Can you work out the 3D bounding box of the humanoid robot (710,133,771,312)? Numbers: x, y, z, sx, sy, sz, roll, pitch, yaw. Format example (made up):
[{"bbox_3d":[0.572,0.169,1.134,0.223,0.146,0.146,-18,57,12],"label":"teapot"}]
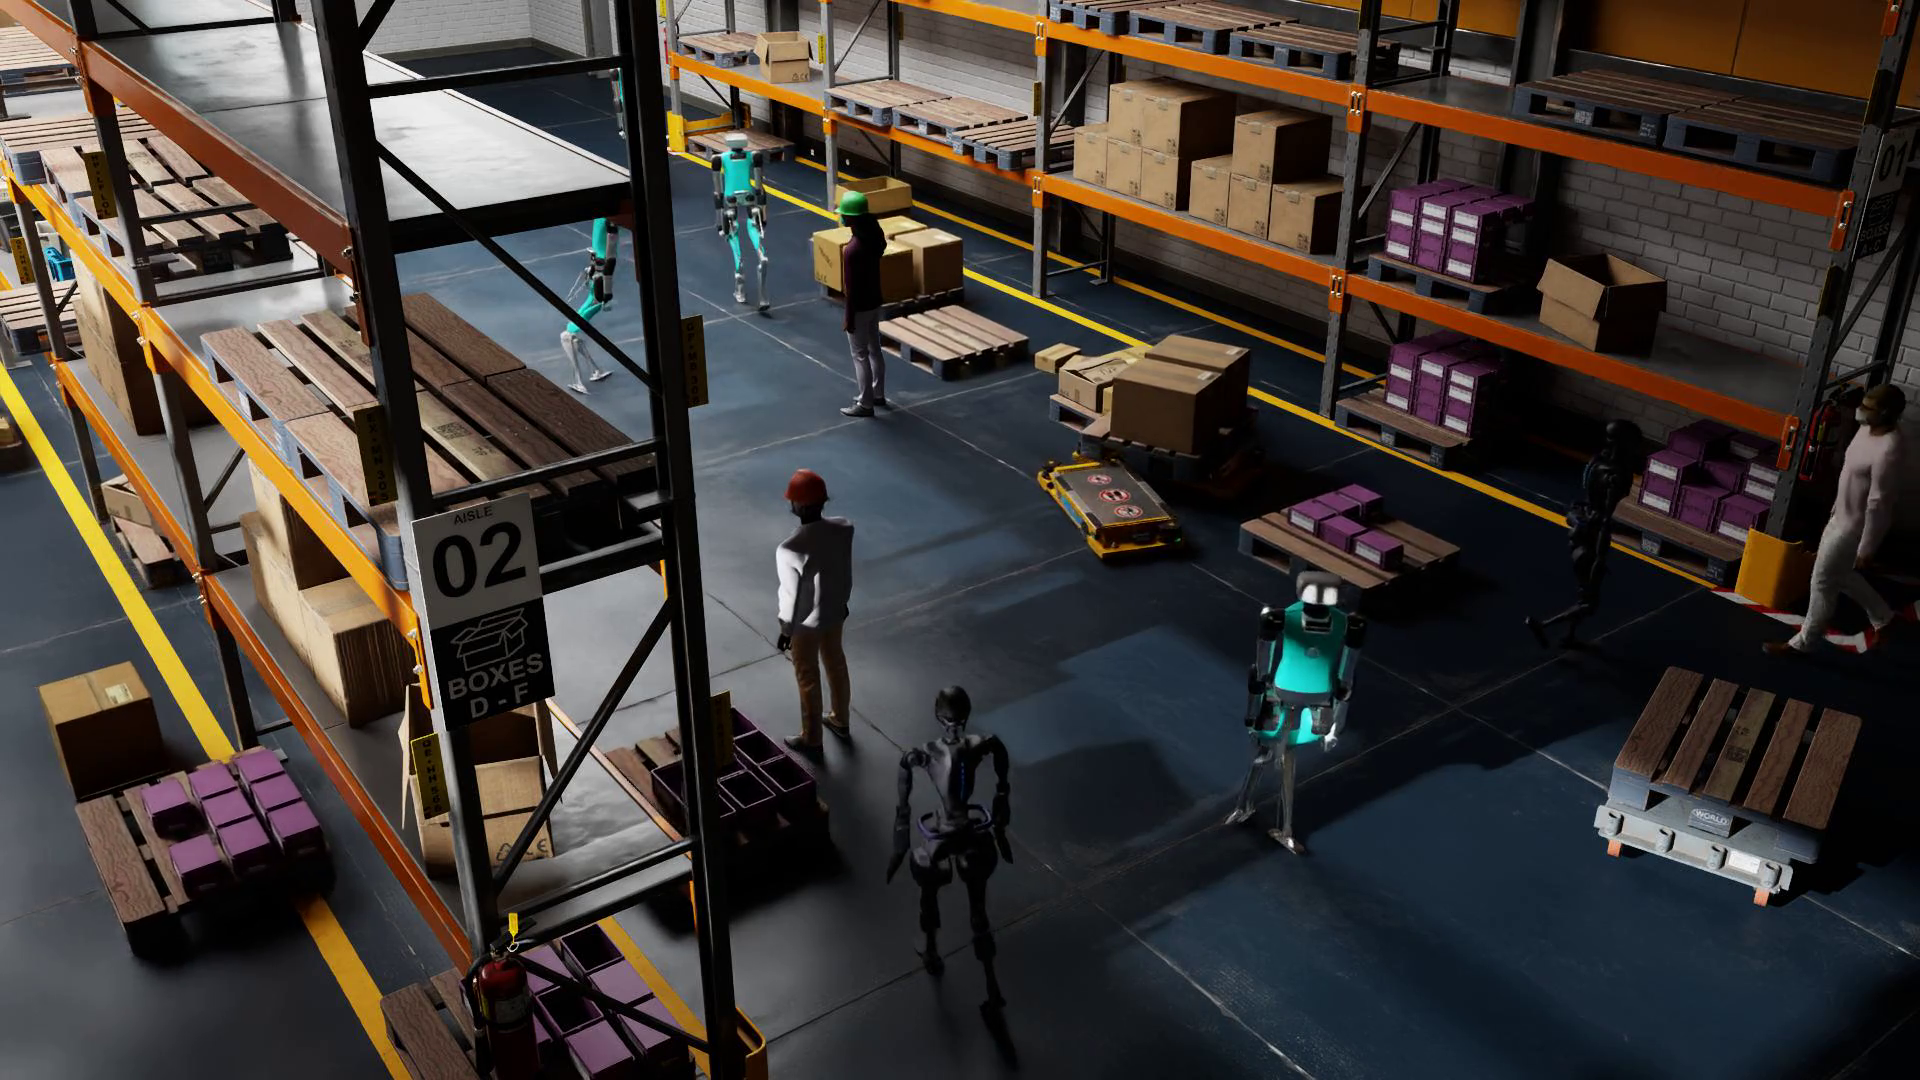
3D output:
[{"bbox_3d":[-2.099,-3.081,16.521,0.531,1.771,0.992,-10,28,-19],"label":"humanoid robot"}]

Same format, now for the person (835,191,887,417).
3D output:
[{"bbox_3d":[-0.831,-1.990,14.092,0.432,1.944,0.481,12,29,23],"label":"person"}]

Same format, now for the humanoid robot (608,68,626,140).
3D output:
[{"bbox_3d":[-3.879,-5.106,20.361,0.533,1.677,0.735,-18,32,-32],"label":"humanoid robot"}]

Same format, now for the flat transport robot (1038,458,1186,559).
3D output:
[{"bbox_3d":[1.123,-0.270,12.525,0.659,0.231,1.431,-8,28,-15],"label":"flat transport robot"}]

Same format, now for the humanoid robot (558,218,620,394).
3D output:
[{"bbox_3d":[-3.369,-2.195,14.717,0.879,1.769,0.585,-11,29,-20],"label":"humanoid robot"}]

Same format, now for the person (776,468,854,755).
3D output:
[{"bbox_3d":[-0.844,0.408,9.522,0.332,1.749,0.573,20,33,35],"label":"person"}]

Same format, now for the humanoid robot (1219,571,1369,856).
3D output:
[{"bbox_3d":[1.719,0.835,8.687,0.598,1.772,0.867,2,27,5],"label":"humanoid robot"}]

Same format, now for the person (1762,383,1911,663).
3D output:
[{"bbox_3d":[5.594,-0.073,10.297,0.726,1.922,0.634,10,28,18],"label":"person"}]

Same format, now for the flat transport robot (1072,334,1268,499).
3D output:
[{"bbox_3d":[1.678,-0.667,13.314,1.431,0.231,0.659,15,31,28],"label":"flat transport robot"}]

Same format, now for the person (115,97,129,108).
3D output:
[{"bbox_3d":[-10.685,-5.512,21.034,0.612,1.993,0.393,6,27,11],"label":"person"}]

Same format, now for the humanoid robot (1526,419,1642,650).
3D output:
[{"bbox_3d":[3.900,-0.021,10.468,0.475,1.643,0.611,5,27,10],"label":"humanoid robot"}]

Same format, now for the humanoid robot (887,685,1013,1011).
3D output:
[{"bbox_3d":[-0.019,1.421,7.634,0.610,1.638,0.728,-9,28,-18],"label":"humanoid robot"}]
